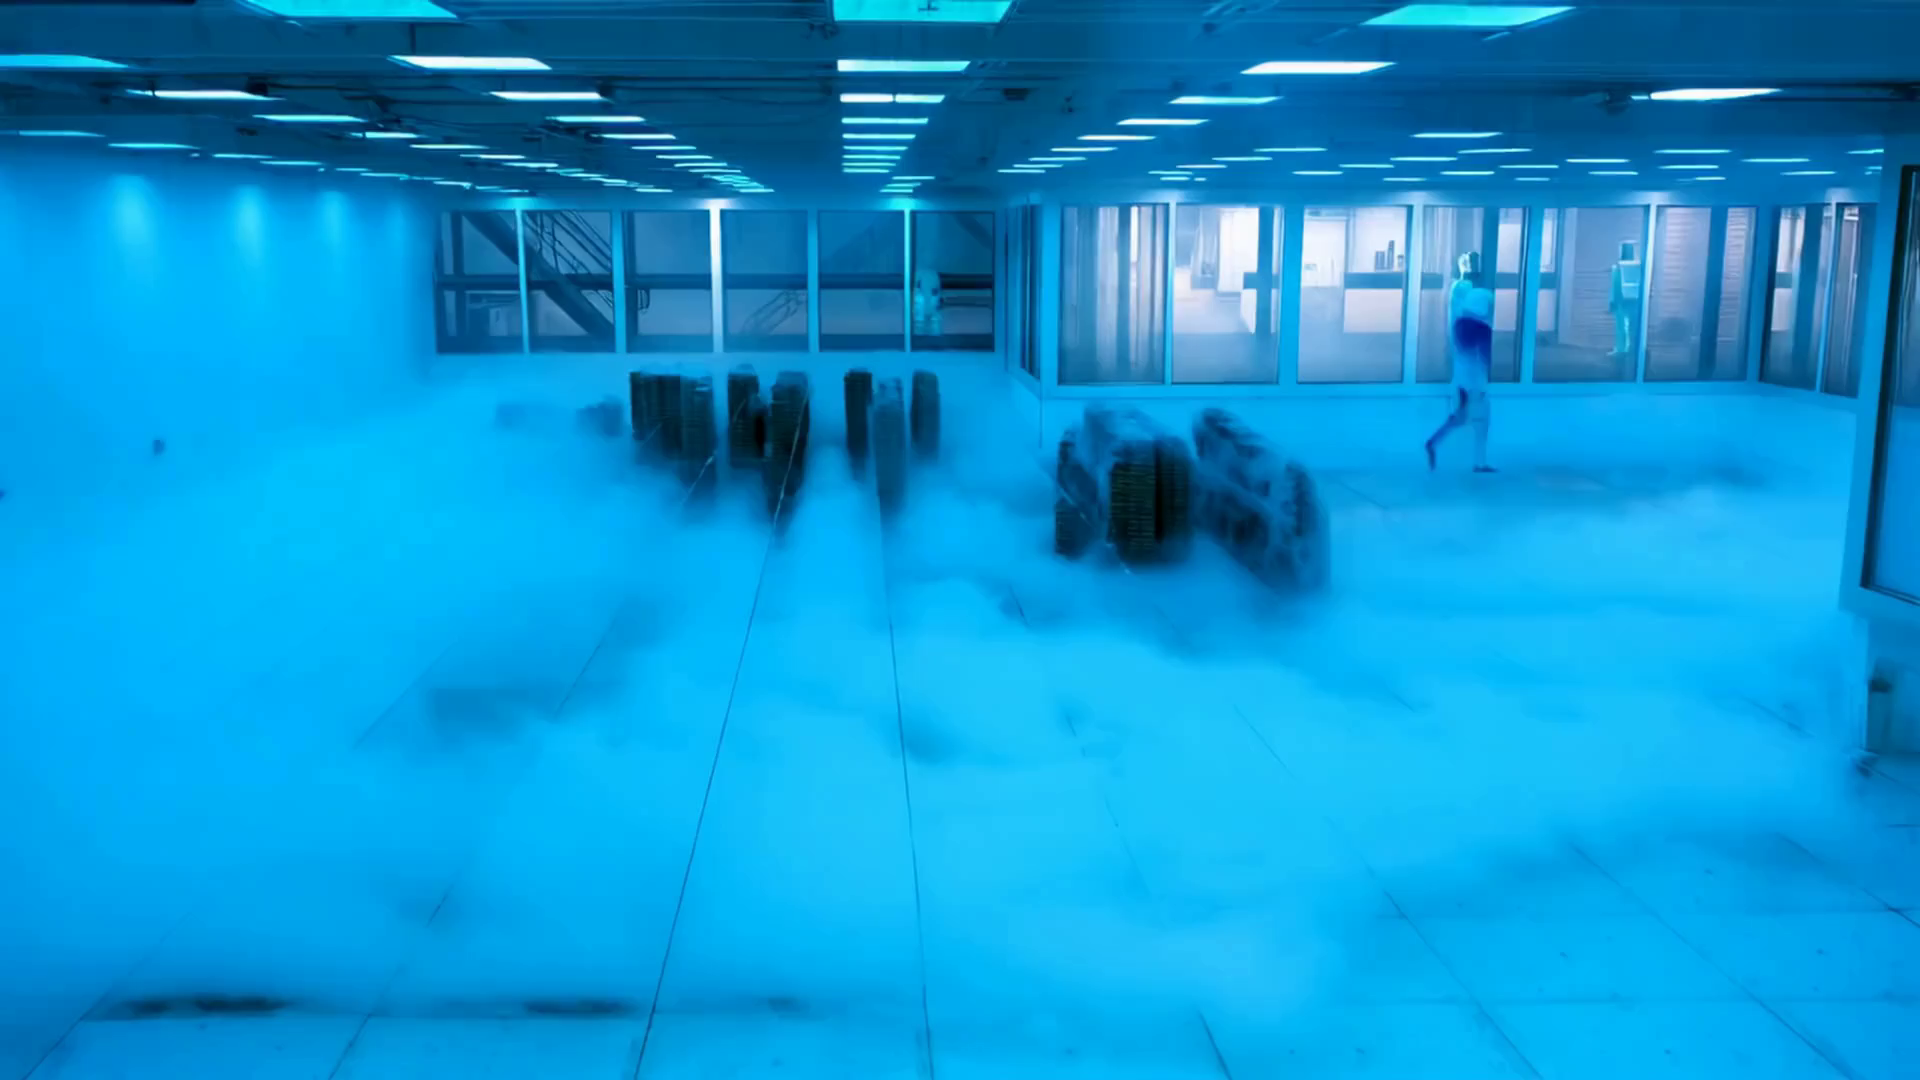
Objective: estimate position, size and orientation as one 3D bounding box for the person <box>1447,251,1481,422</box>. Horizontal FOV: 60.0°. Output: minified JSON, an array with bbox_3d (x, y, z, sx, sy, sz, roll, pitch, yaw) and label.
[{"bbox_3d":[5.575,-2.238,18.350,0.316,1.874,0.532,4,11,20],"label":"person"}]

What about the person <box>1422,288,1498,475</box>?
[{"bbox_3d":[4.316,-1.341,14.204,0.653,1.613,0.505,-5,11,-23],"label":"person"}]
